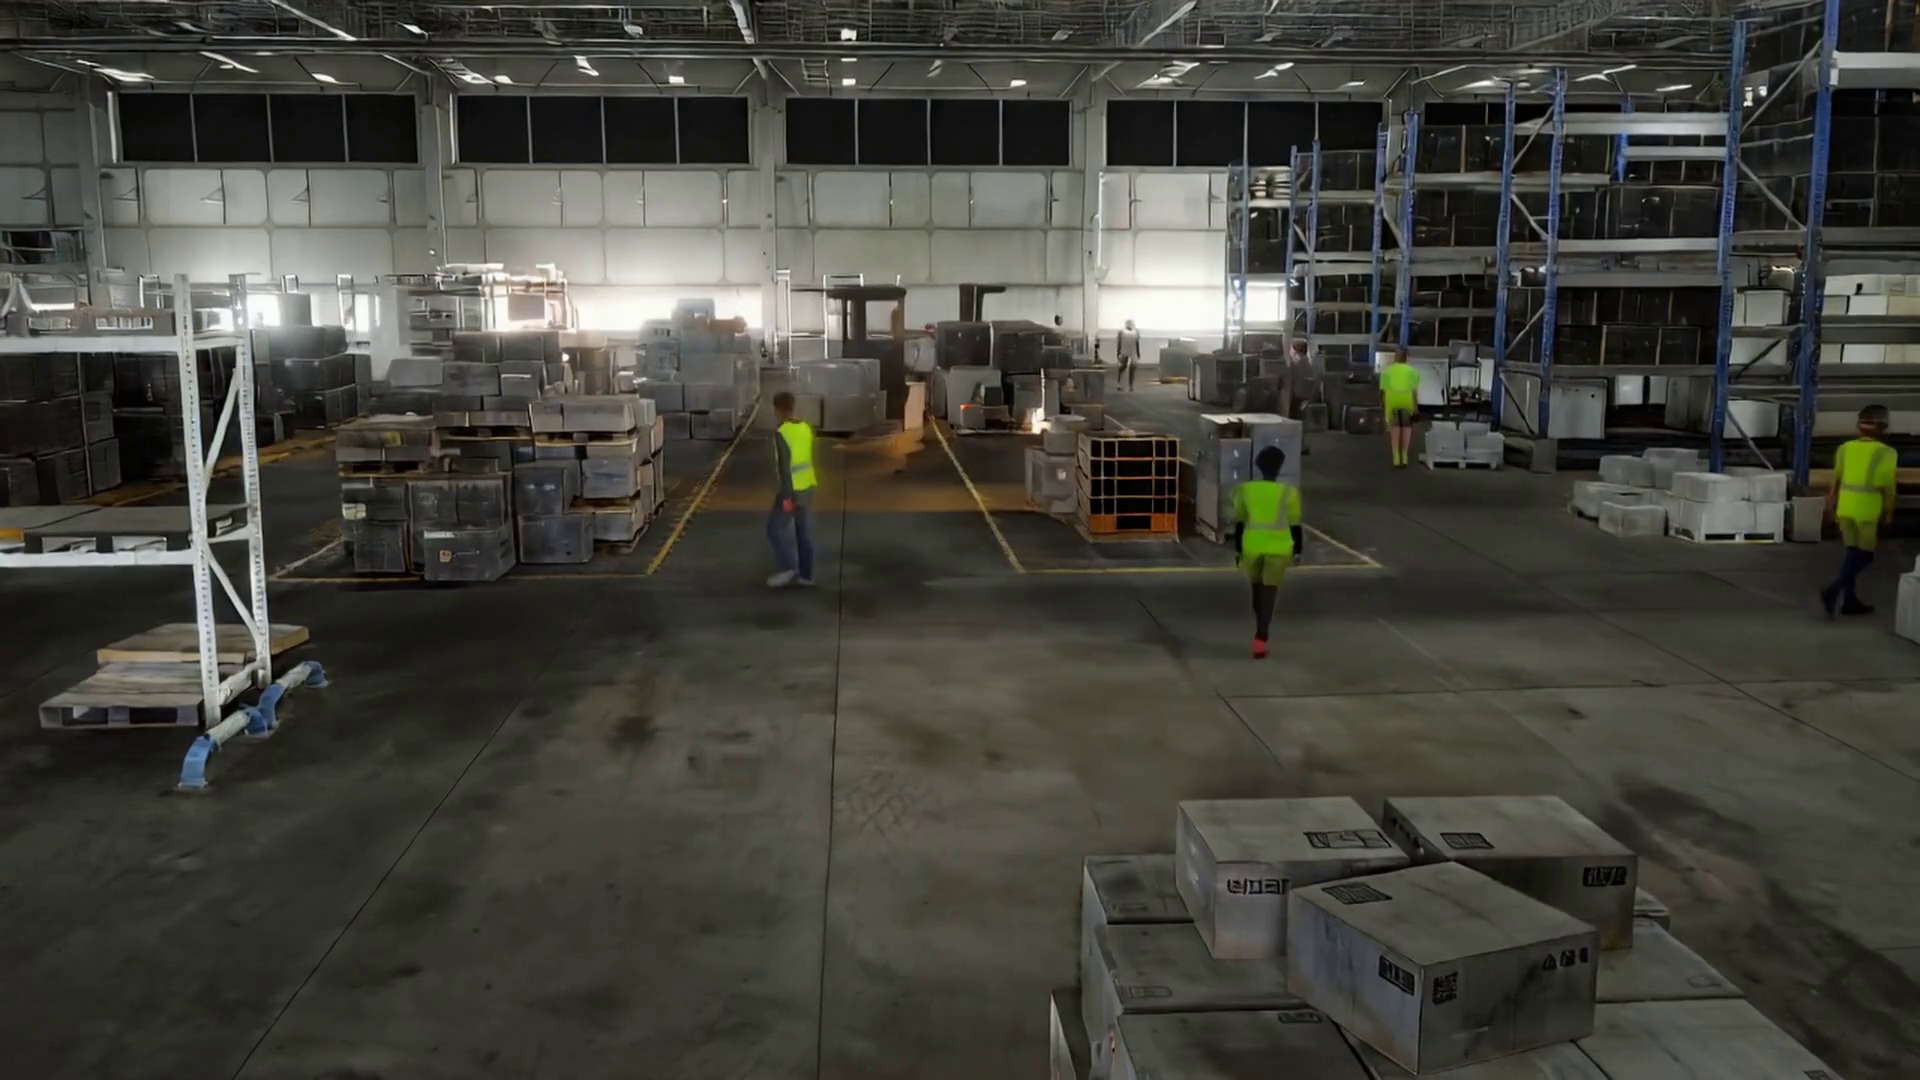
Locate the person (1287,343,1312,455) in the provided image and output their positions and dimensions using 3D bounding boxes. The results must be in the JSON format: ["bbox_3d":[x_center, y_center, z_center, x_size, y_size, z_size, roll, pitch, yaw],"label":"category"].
[{"bbox_3d":[5.752,-2.390,28.176,0.410,1.892,0.739,-1,9,-7],"label":"person"}]

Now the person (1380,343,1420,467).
[{"bbox_3d":[6.988,-2.145,26.425,0.619,1.931,0.850,3,9,17],"label":"person"}]

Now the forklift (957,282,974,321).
[{"bbox_3d":[0.185,-5.571,45.012,1.873,2.768,1.129,-1,9,-4],"label":"forklift"}]

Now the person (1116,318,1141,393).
[{"bbox_3d":[4.342,-4.741,42.801,0.639,1.926,0.458,-2,9,-15],"label":"person"}]

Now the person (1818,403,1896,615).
[{"bbox_3d":[7.885,-0.253,14.654,0.662,1.915,0.554,-4,10,-21],"label":"person"}]

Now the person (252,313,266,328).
[{"bbox_3d":[-20.380,-5.672,48.603,0.553,1.933,0.370,3,10,18],"label":"person"}]

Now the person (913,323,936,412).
[{"bbox_3d":[-0.781,-3.780,36.593,0.630,1.973,0.625,6,11,32],"label":"person"}]

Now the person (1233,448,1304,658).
[{"bbox_3d":[2.486,0.081,13.358,0.548,1.642,0.884,4,10,25],"label":"person"}]

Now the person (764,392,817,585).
[{"bbox_3d":[-1.684,-0.497,16.237,0.619,1.892,0.583,5,10,27],"label":"person"}]

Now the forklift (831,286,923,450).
[{"bbox_3d":[-1.420,-3.064,29.271,1.129,2.768,1.873,3,9,18],"label":"forklift"}]

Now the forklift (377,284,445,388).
[{"bbox_3d":[-13.031,-4.539,38.530,1.873,2.768,1.129,2,9,10],"label":"forklift"}]

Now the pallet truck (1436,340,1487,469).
[{"bbox_3d":[8.004,-2.170,26.422,0.823,1.965,1.885,2,9,14],"label":"pallet truck"}]
